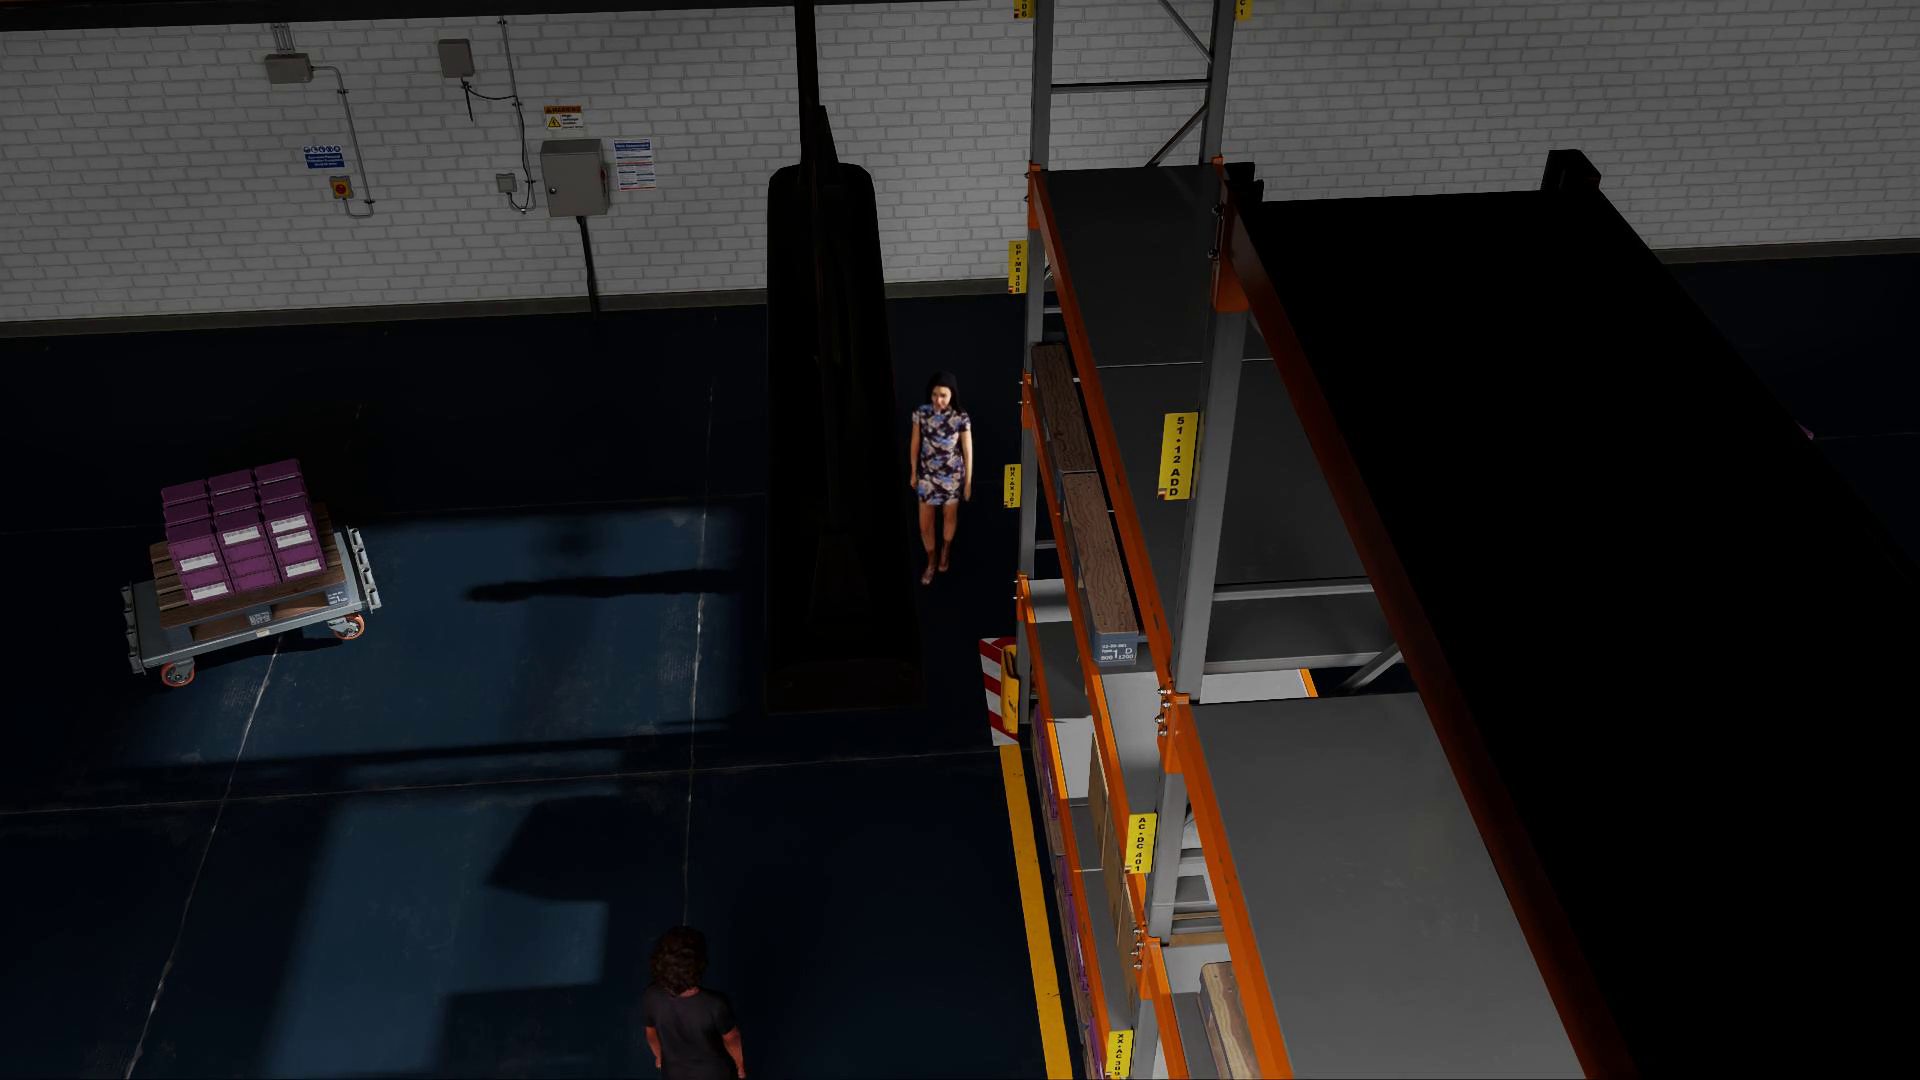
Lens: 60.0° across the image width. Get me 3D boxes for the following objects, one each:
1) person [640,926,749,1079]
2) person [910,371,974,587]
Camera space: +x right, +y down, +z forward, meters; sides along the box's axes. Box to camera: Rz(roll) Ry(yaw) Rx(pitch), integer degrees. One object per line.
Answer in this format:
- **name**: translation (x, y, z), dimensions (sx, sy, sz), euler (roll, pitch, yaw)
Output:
- **person**: translation (-1.301, 2.559, 8.219), dimensions (0.661, 1.780, 0.610), euler (4, 39, 5)
- **person**: translation (-0.120, -0.514, 12.114), dimensions (0.690, 1.723, 0.735), euler (5, 39, 6)
